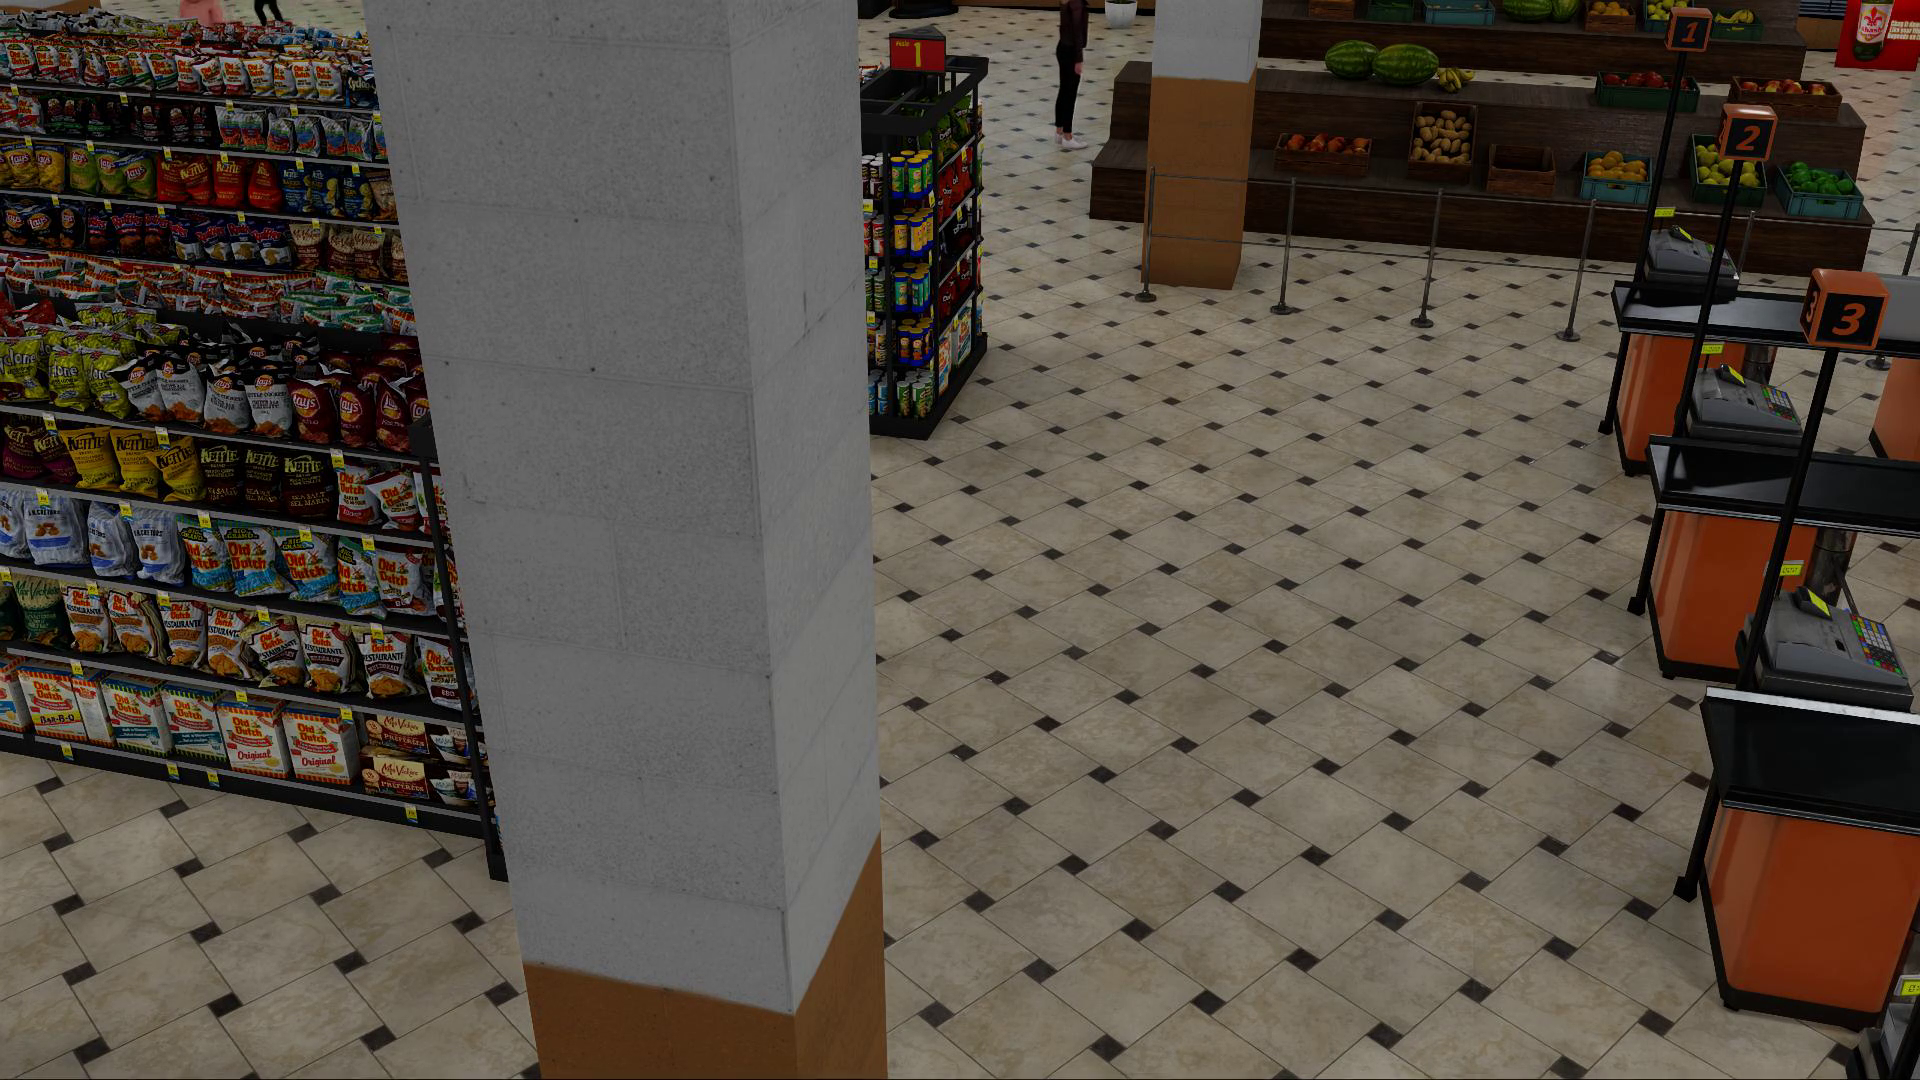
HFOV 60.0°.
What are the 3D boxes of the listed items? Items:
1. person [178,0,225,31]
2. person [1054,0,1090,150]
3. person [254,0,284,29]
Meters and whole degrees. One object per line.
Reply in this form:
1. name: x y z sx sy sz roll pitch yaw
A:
1. person: -6.960 -4.497 15.560 0.508 1.715 0.660 7 29 13
2. person: 1.040 -4.590 15.743 0.658 1.703 0.671 -6 29 -10
3. person: -8.371 -6.711 20.137 0.592 1.214 0.519 6 29 10
